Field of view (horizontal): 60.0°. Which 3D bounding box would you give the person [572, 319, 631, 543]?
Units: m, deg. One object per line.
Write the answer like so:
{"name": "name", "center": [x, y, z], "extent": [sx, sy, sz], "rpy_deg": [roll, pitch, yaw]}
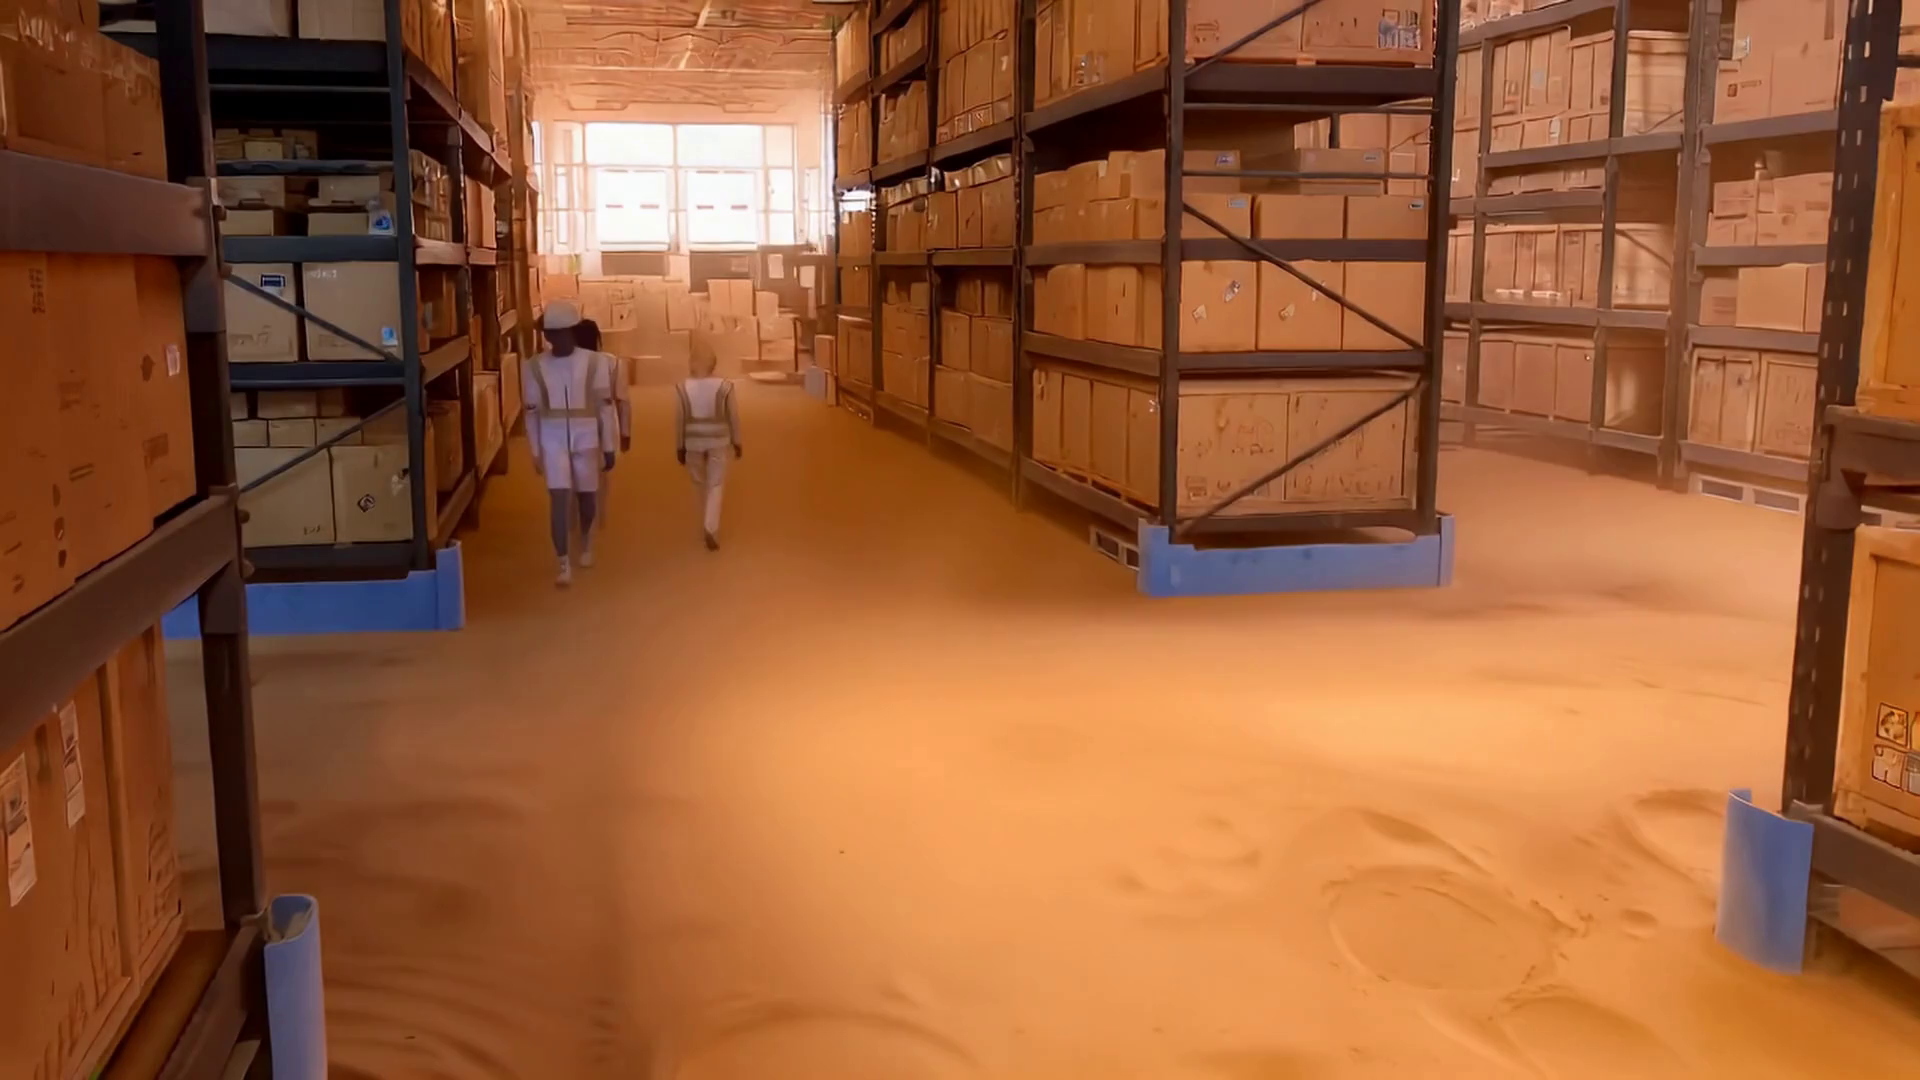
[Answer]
{"name": "person", "center": [-3.029, -0.917, 13.712], "extent": [0.625, 1.808, 0.910], "rpy_deg": [-2, 10, -12]}

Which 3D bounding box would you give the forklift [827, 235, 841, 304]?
{"name": "forklift", "center": [-2.081, -4.323, 31.176], "extent": [1.873, 2.768, 1.129], "rpy_deg": [-7, 12, -38]}

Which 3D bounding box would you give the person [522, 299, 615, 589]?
{"name": "person", "center": [-2.775, -0.708, 11.815], "extent": [0.612, 2.010, 0.951], "rpy_deg": [-2, 10, -14]}

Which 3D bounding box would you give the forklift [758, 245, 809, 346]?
{"name": "forklift", "center": [-5.014, -6.667, 45.464], "extent": [1.129, 2.768, 1.873], "rpy_deg": [4, 10, 21]}

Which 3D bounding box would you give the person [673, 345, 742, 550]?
{"name": "person", "center": [-2.016, -0.737, 13.178], "extent": [0.519, 1.608, 0.762], "rpy_deg": [1, 9, 4]}

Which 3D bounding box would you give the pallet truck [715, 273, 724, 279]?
{"name": "pallet truck", "center": [-8.580, -8.986, 62.280], "extent": [1.885, 1.965, 0.823], "rpy_deg": [1, 9, 5]}
